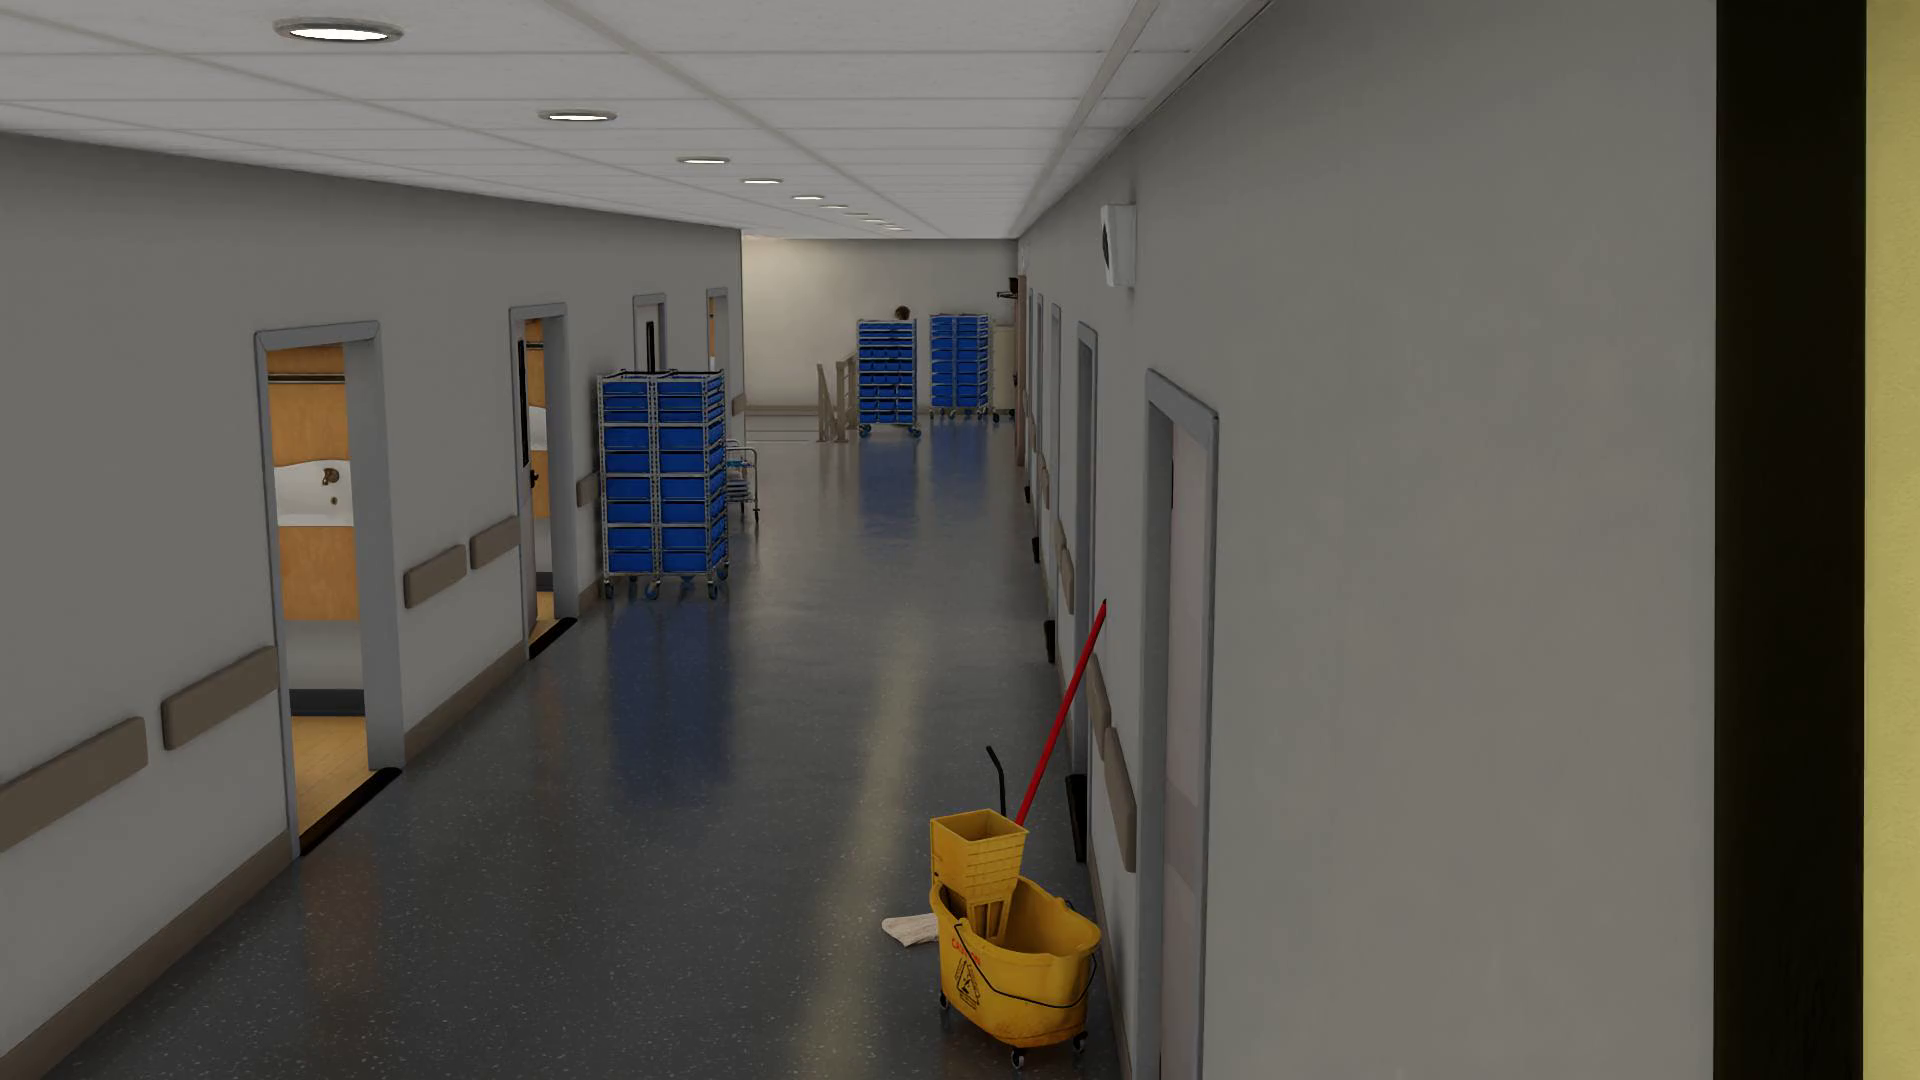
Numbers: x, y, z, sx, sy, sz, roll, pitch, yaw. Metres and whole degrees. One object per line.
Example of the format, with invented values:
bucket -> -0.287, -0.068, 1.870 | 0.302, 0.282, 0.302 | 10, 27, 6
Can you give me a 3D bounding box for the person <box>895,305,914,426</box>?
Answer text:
person -> -0.889, -2.790, 26.691 | 0.359, 1.937, 0.634 | -4, 10, -21
